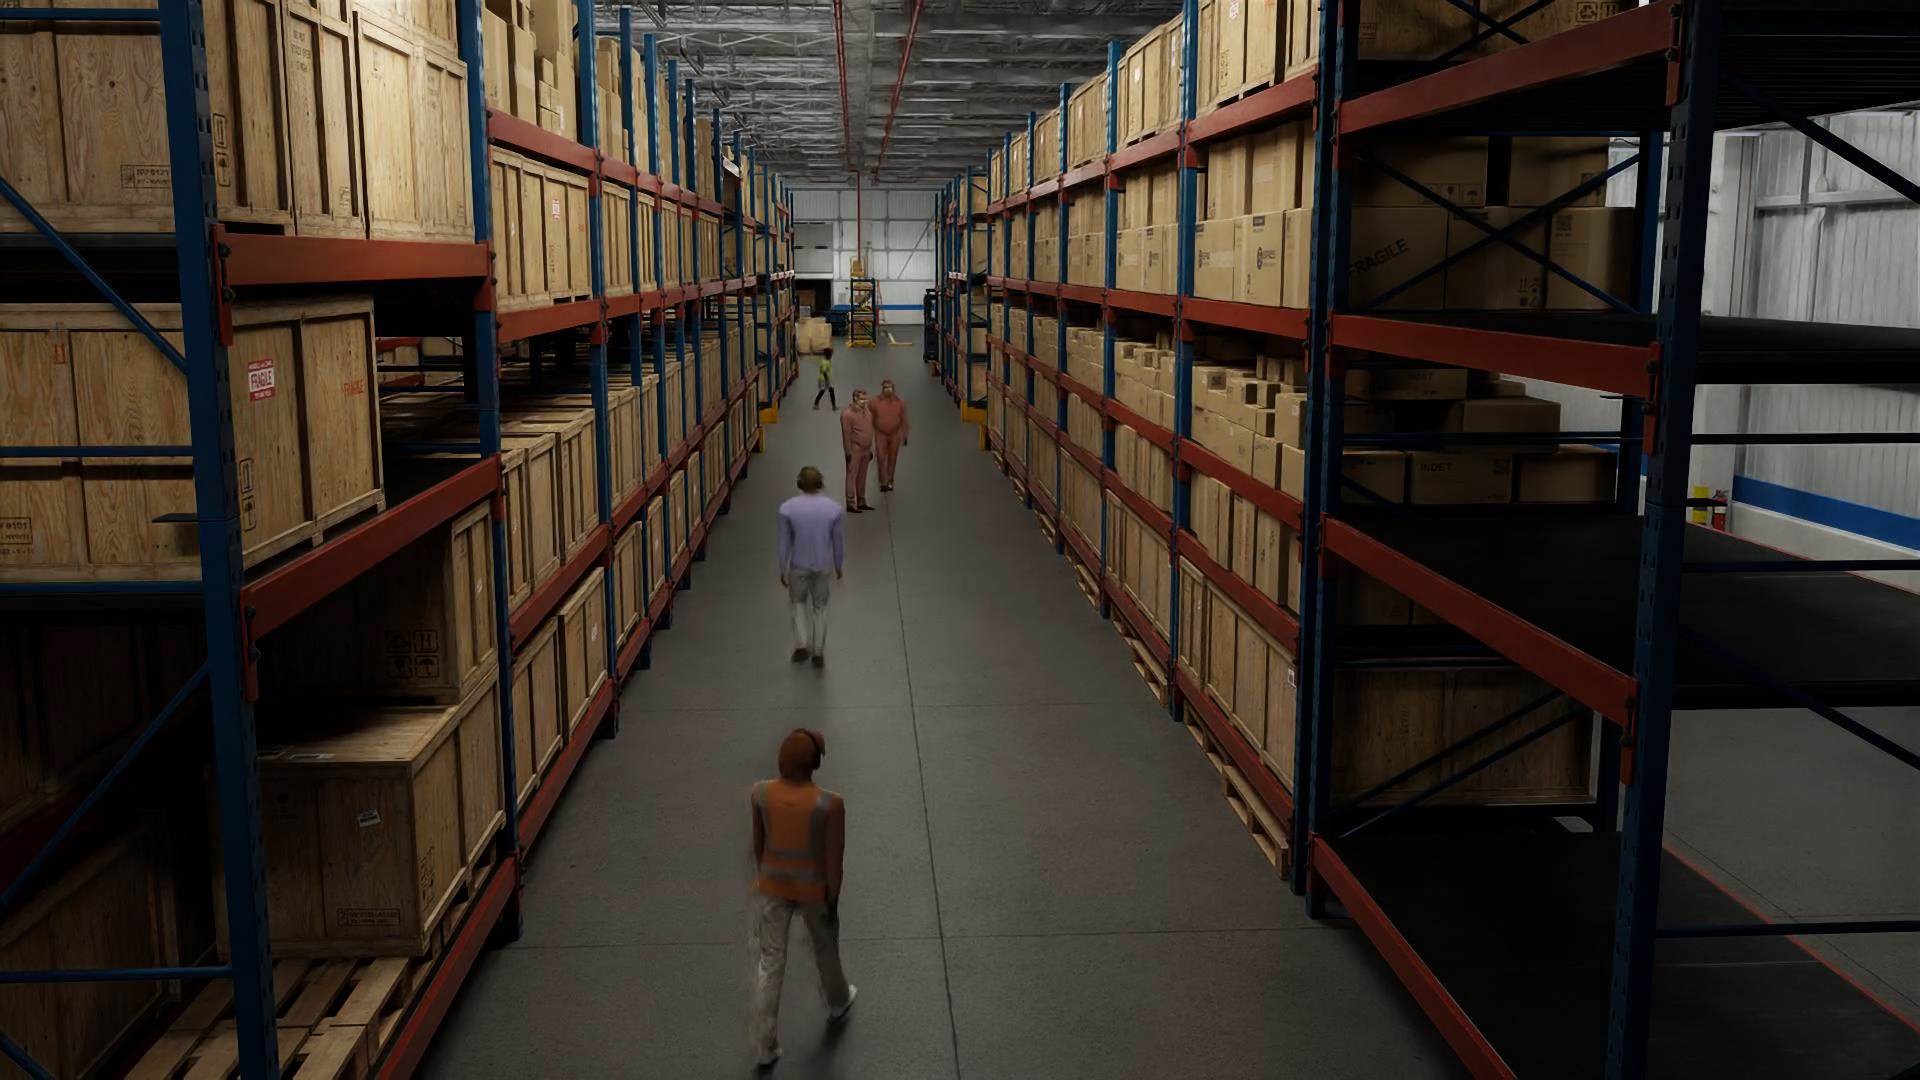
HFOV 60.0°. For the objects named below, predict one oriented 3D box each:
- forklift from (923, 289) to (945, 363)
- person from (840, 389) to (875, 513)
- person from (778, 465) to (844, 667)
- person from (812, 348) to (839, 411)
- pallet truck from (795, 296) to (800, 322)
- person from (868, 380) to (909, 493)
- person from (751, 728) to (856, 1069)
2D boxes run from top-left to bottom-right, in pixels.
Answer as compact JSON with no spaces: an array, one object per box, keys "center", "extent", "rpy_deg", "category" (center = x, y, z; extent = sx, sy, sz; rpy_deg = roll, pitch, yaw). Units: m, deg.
[{"center":[-0.826,-8.166,63.248],"extent":[1.129,2.768,1.873],"rpy_deg":[-1,10,-3],"category":"forklift"},{"center":[-1.550,-1.376,25.604],"extent":[0.410,1.905,0.641],"rpy_deg":[6,11,33],"category":"person"},{"center":[-1.418,0.245,15.854],"extent":[0.639,1.927,0.537],"rpy_deg":[-2,10,-10],"category":"person"},{"center":[-3.494,-4.161,43.002],"extent":[0.732,1.644,0.527],"rpy_deg":[5,11,29],"category":"person"},{"center":[-8.622,-12.439,91.403],"extent":[1.885,1.965,0.823],"rpy_deg":[2,10,13],"category":"pallet truck"},{"center":[-1.181,-1.719,27.738],"extent":[0.674,1.863,0.932],"rpy_deg":[-2,10,-11],"category":"person"},{"center":[-0.788,1.704,8.135],"extent":[0.517,1.592,0.877],"rpy_deg":[2,10,14],"category":"person"}]
